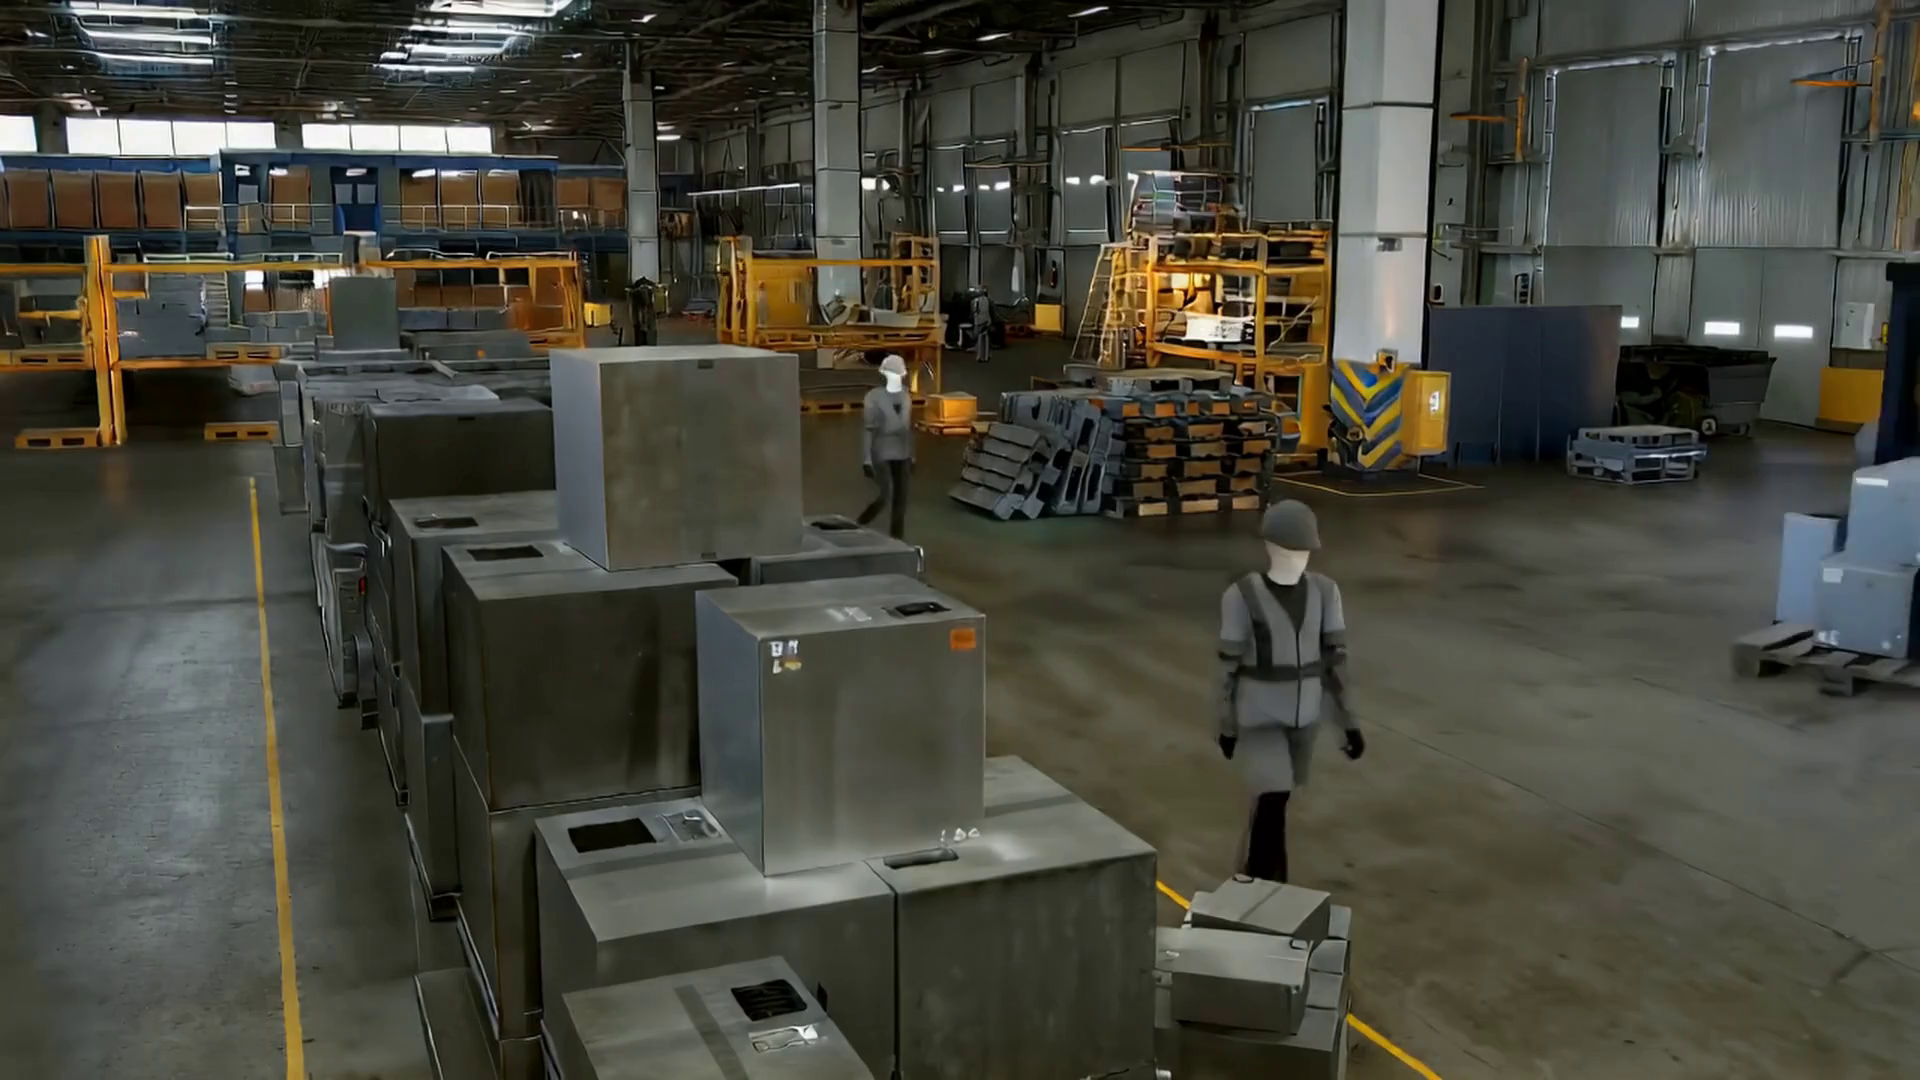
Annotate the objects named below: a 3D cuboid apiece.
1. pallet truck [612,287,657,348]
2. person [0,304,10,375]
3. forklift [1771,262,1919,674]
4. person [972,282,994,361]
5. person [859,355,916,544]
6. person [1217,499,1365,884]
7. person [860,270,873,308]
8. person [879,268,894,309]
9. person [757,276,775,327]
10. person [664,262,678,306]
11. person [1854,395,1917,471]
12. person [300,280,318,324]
[{"bbox_3d":[-6.464,-4.406,35.401,0.823,1.965,1.885,6,12,32],"label":"pallet truck"},{"bbox_3d":[-21.189,-4.551,36.474,0.603,1.899,0.689,-1,10,-5],"label":"person"},{"bbox_3d":[6.812,-0.519,11.545,1.873,2.768,1.129,-4,11,-23],"label":"forklift"},{"bbox_3d":[0.554,-5.370,40.883,0.552,1.936,0.358,-3,11,-16],"label":"person"},{"bbox_3d":[-0.698,-0.820,15.885,0.600,1.909,0.557,-9,14,-41],"label":"person"},{"bbox_3d":[1.438,0.779,7.074,0.570,1.898,0.896,-4,11,-21],"label":"person"},{"bbox_3d":[-3.301,-8.339,57.304,0.600,1.914,0.616,-1,10,-4],"label":"person"},{"bbox_3d":[-2.589,-8.705,59.269,0.608,1.939,0.417,-2,11,-13],"label":"person"},{"bbox_3d":[-6.554,-8.070,56.375,0.849,1.702,0.510,-8,13,-37],"label":"person"},{"bbox_3d":[-12.884,-11.441,74.216,0.612,1.986,0.407,-1,10,-3],"label":"person"},{"bbox_3d":[6.806,-0.178,12.306,0.374,1.929,0.638,0,10,0],"label":"person"},{"bbox_3d":[-16.995,-5.831,43.464,0.369,1.933,0.626,-8,13,-37],"label":"person"}]
